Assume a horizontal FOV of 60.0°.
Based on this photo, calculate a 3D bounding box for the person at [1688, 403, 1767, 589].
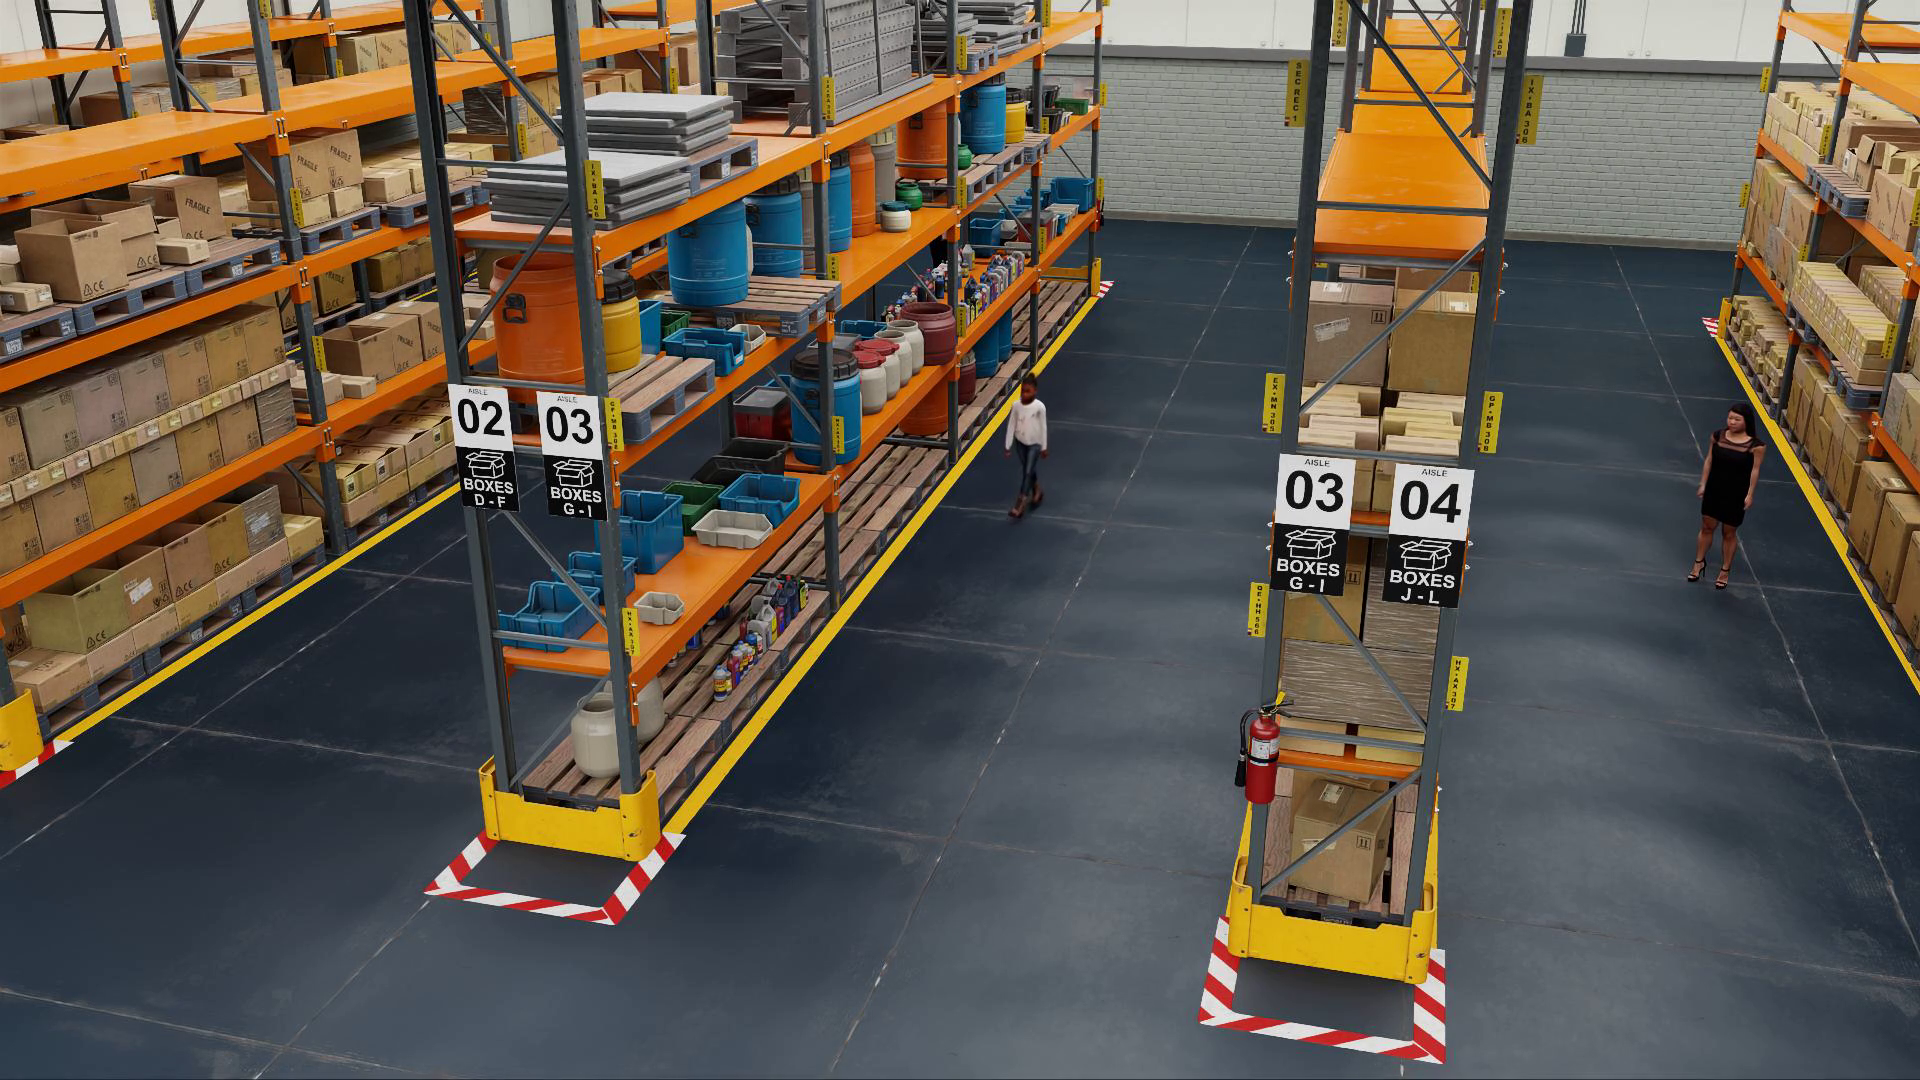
[{"bbox_3d":[6.846,-0.406,14.857,0.768,1.718,0.749,-20,30,-40],"label":"person"}]

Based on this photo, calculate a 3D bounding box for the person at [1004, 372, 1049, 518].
[{"bbox_3d":[0.709,-0.967,16.624,0.708,1.418,1.040,12,25,26],"label":"person"}]
